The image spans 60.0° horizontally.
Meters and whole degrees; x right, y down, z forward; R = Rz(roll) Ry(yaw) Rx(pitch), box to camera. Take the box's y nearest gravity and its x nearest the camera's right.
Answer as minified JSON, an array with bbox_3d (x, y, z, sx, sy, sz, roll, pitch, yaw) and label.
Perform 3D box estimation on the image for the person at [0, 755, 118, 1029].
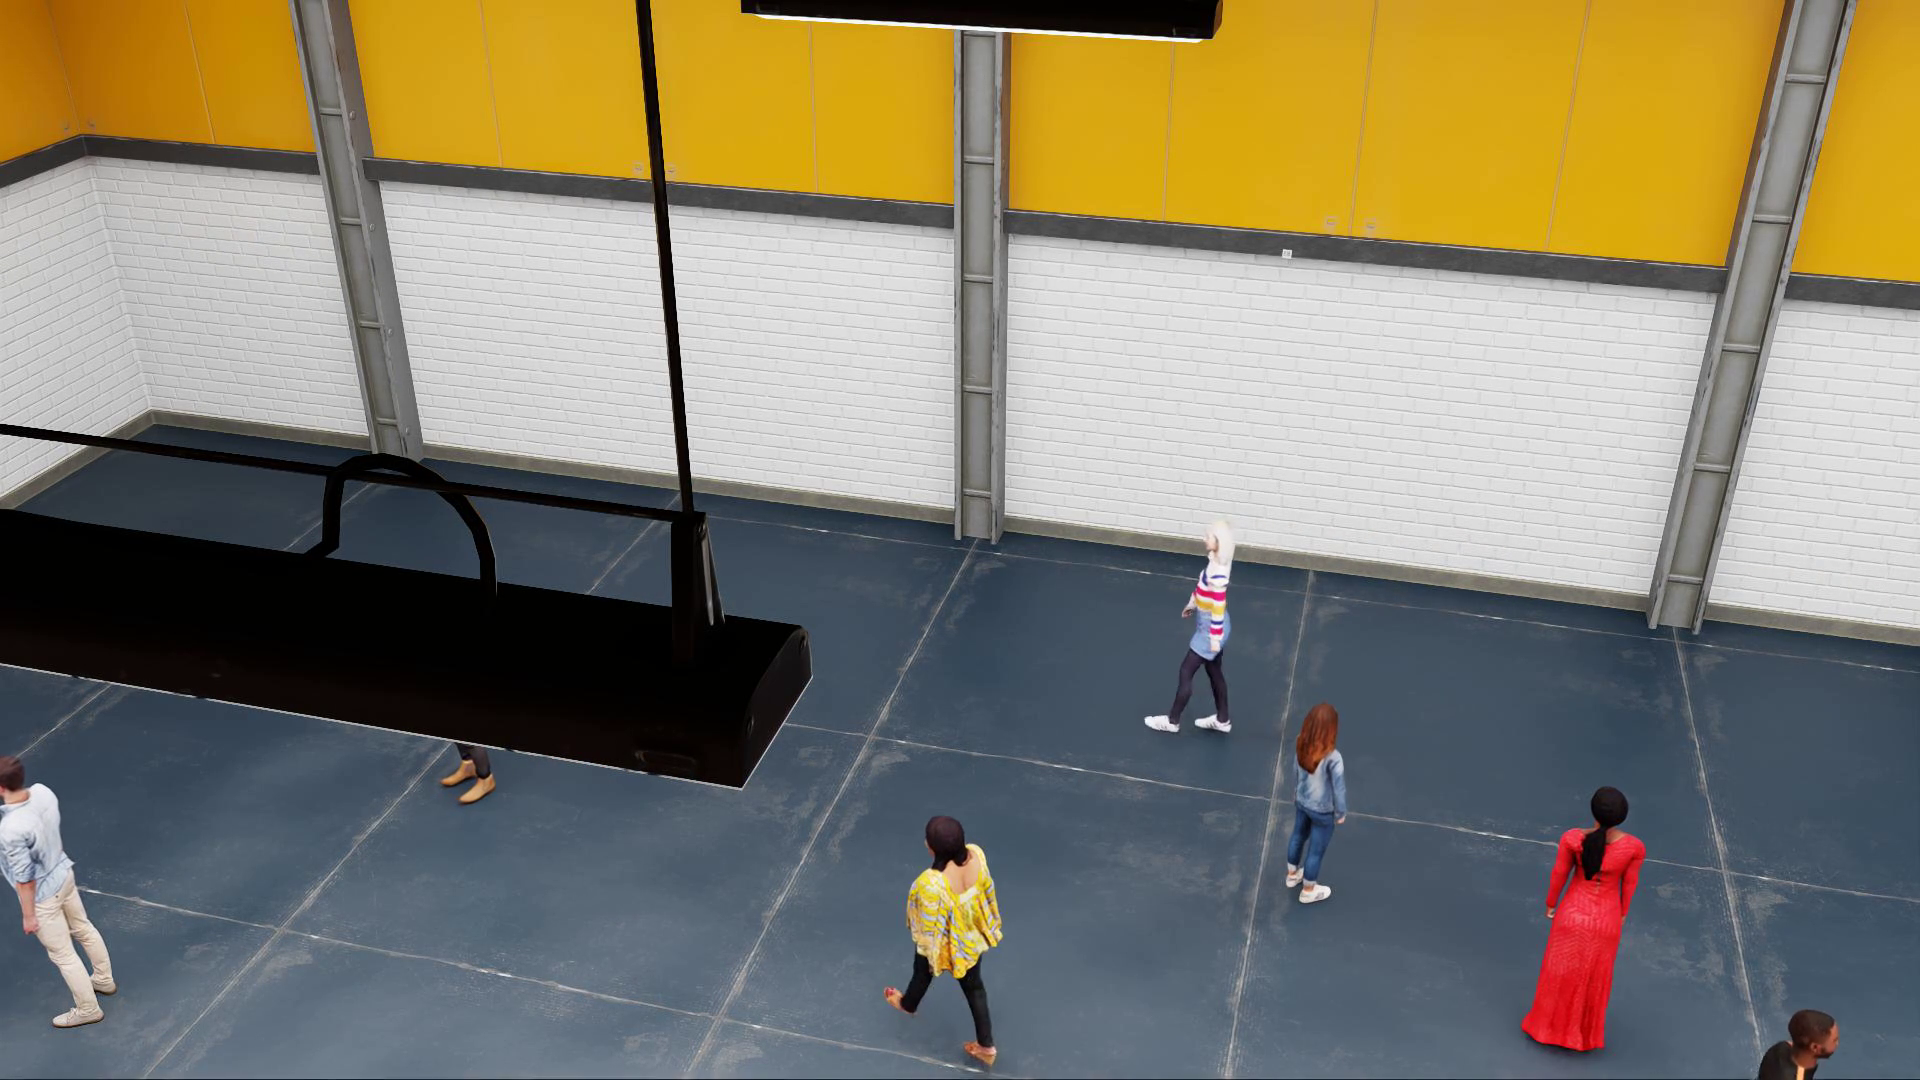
[{"bbox_3d":[-5.264,2.008,9.598,0.639,1.847,0.708,-1,29,-1],"label":"person"}]

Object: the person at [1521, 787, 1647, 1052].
[{"bbox_3d":[3.543,2.155,9.404,0.520,1.786,0.661,7,29,12],"label":"person"}]

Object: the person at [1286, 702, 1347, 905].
[{"bbox_3d":[2.256,1.680,10.587,0.719,1.476,0.656,-17,33,-28],"label":"person"}]

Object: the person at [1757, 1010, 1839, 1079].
[{"bbox_3d":[3.748,2.944,7.935,0.966,1.797,0.706,13,31,22],"label":"person"}]

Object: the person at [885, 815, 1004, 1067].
[{"bbox_3d":[0.004,2.284,9.342,1.182,1.608,1.008,24,37,37],"label":"person"}]

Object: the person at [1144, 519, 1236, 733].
[{"bbox_3d":[1.910,0.650,12.147,0.869,1.791,0.681,6,29,11],"label":"person"}]
